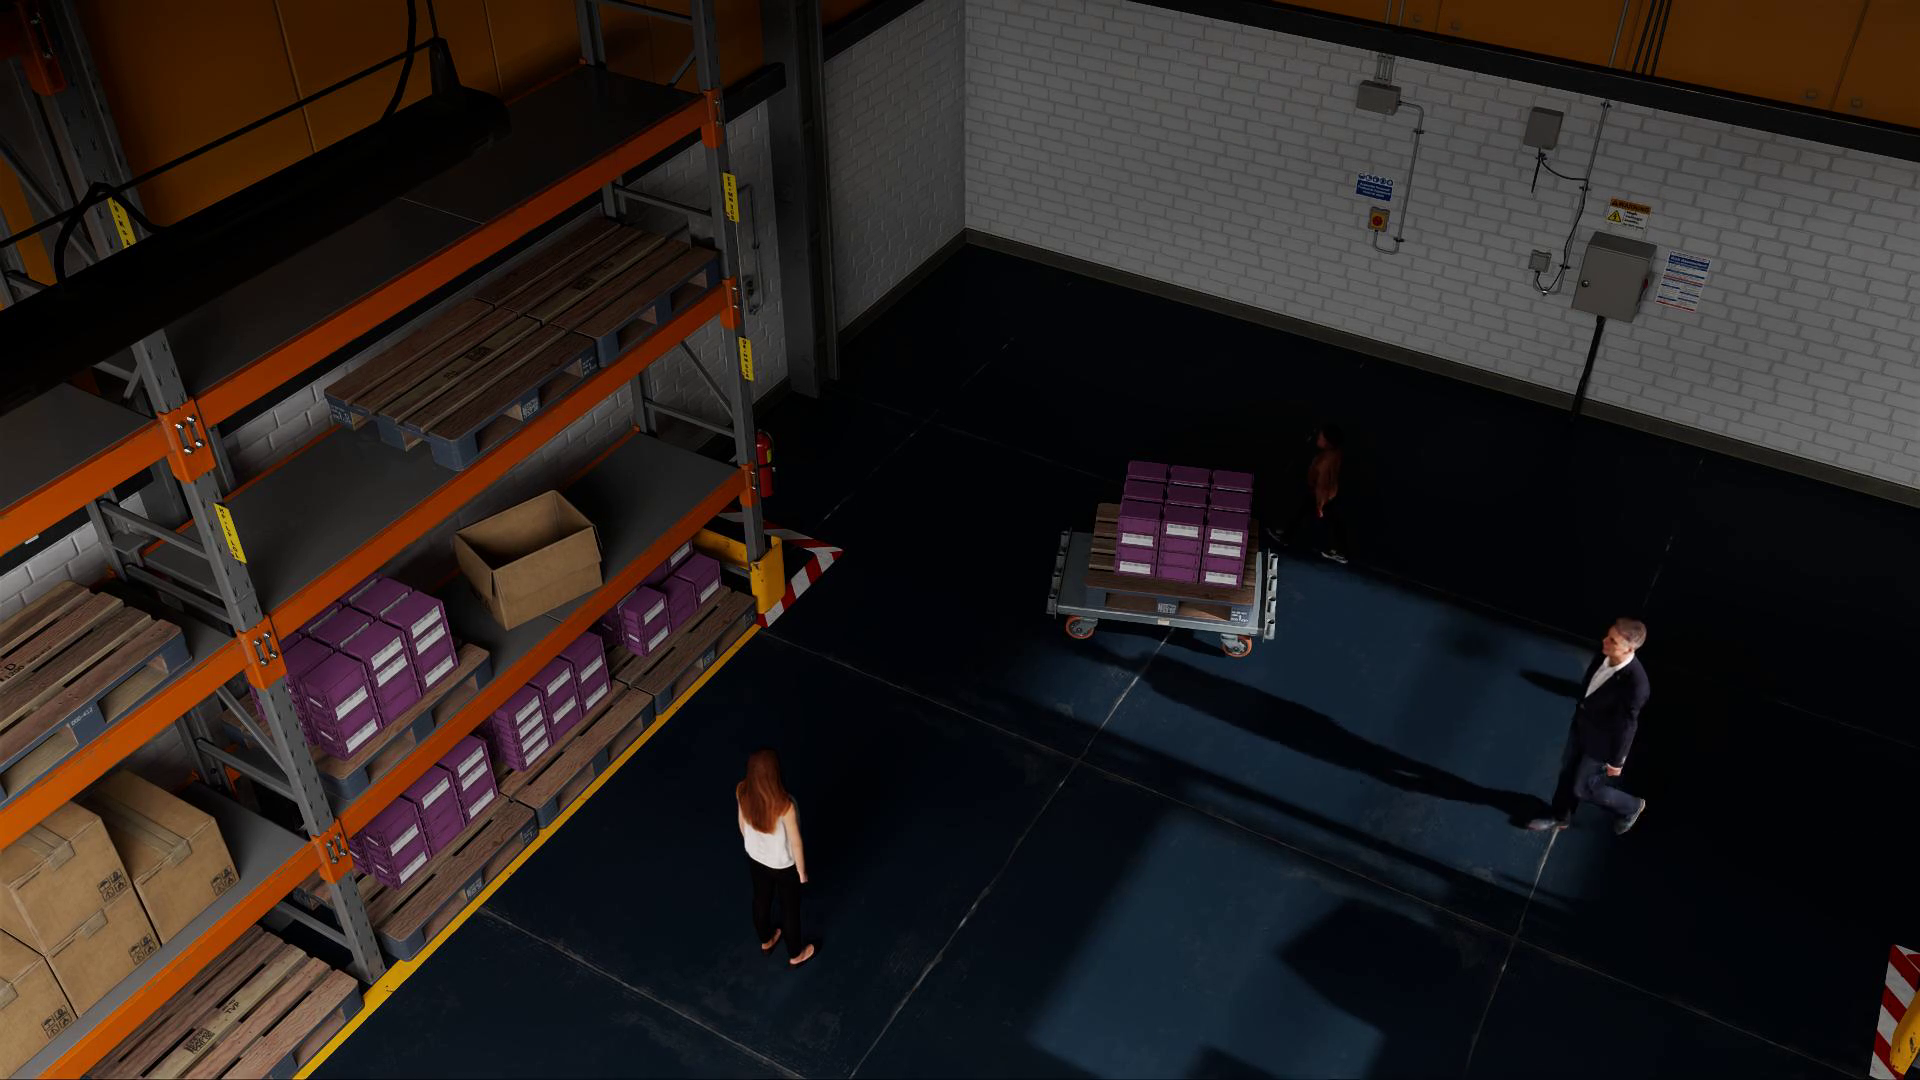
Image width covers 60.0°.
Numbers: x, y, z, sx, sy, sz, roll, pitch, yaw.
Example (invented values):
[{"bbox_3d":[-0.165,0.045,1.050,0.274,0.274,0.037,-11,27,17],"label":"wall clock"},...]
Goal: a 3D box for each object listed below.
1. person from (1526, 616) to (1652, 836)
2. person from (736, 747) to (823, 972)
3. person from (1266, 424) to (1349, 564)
[{"bbox_3d":[4.050,1.186,10.331,1.027,1.802,1.009,-3,39,-3],"label":"person"},{"bbox_3d":[-1.075,1.835,9.583,0.567,1.722,0.498,22,43,25],"label":"person"},{"bbox_3d":[2.835,-0.330,12.697,0.648,1.218,0.860,24,45,27],"label":"person"}]
